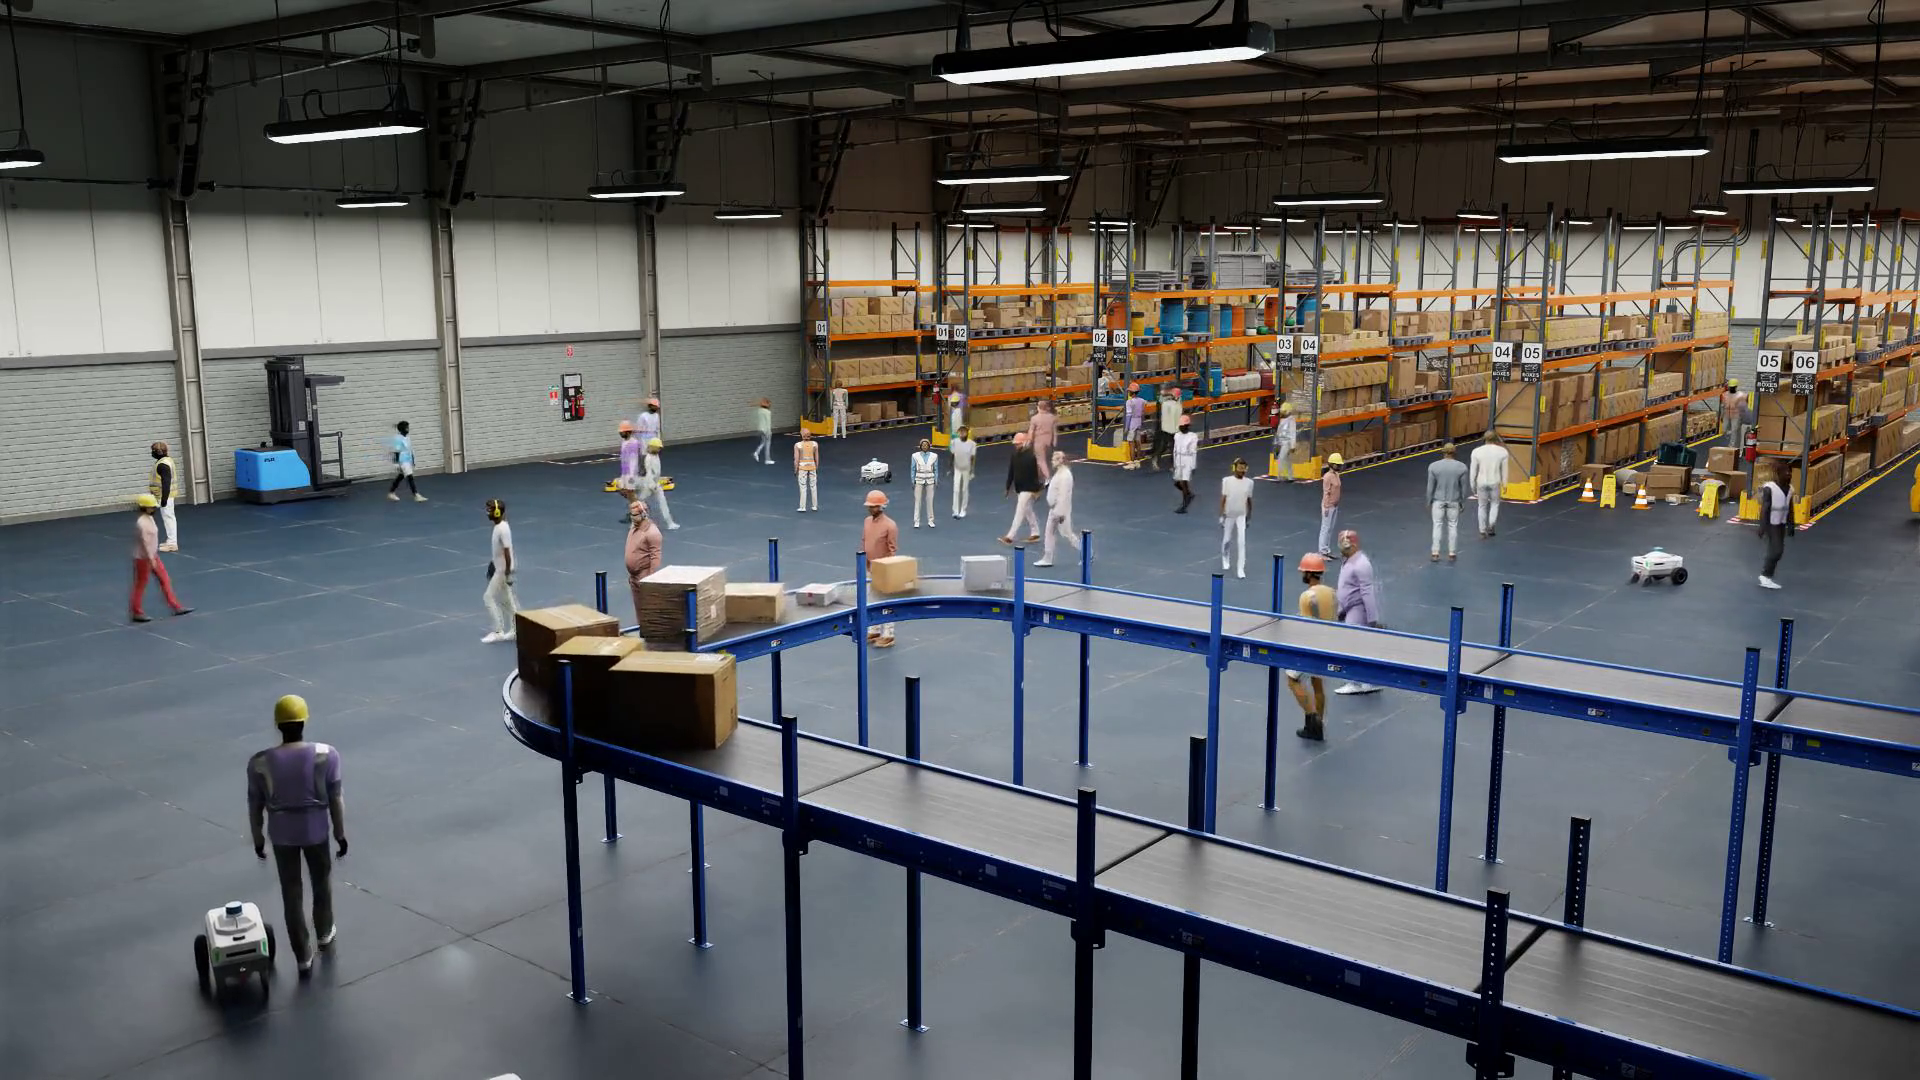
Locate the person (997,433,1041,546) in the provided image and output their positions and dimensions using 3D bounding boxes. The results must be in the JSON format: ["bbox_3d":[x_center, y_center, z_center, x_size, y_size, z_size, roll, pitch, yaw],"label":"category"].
[{"bbox_3d":[1.036,-0.877,26.951,1.037,1.933,0.645,-7,12,-33],"label":"person"}]

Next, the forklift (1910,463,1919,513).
[{"bbox_3d":[19.034,-1.348,28.998,2.313,2.155,1.214,8,13,37],"label":"forklift"}]

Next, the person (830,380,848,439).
[{"bbox_3d":[-3.335,-3.612,43.210,0.508,1.629,0.316,0,10,2],"label":"person"}]

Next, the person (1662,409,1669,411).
[{"bbox_3d":[20.387,-4.131,45.149,0.662,1.998,0.365,-9,14,-43],"label":"person"}]

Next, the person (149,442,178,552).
[{"bbox_3d":[-13.460,-0.740,26.450,0.429,1.840,0.636,-4,11,-23],"label":"person"}]

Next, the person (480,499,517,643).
[{"bbox_3d":[-5.968,0.391,20.070,0.665,1.848,0.521,-2,10,-13],"label":"person"}]

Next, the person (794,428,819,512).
[{"bbox_3d":[-2.993,-1.363,30.529,0.521,1.639,0.310,-5,11,-27],"label":"person"}]

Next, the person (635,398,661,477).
[{"bbox_3d":[-6.836,-2.183,34.425,0.525,1.890,0.569,7,12,35],"label":"person"}]

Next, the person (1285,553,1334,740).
[{"bbox_3d":[3.576,1.086,15.937,0.547,1.923,0.411,-9,13,-41],"label":"person"}]

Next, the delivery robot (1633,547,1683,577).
[{"bbox_3d":[10.595,0.355,23.759,0.707,0.478,0.477,-3,10,-17],"label":"delivery robot"}]

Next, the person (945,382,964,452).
[{"bbox_3d":[-0.068,-3.129,39.960,0.766,1.820,0.572,7,12,35],"label":"person"}]

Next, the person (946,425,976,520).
[{"bbox_3d":[0.008,-1.282,29.628,0.590,1.796,1.002,1,10,4],"label":"person"}]

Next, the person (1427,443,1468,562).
[{"bbox_3d":[7.929,-0.621,25.501,0.635,1.937,0.353,2,10,10],"label":"person"}]

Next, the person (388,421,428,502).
[{"bbox_3d":[-11.305,-1.594,31.788,0.862,1.654,0.543,0,10,1],"label":"person"}]

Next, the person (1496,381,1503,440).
[{"bbox_3d":[14.082,-3.272,40.724,0.590,1.843,0.985,7,12,34],"label":"person"}]

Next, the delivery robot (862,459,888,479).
[{"bbox_3d":[-1.881,-1.553,34.499,0.477,0.478,0.707,5,11,25],"label":"delivery robot"}]

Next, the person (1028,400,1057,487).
[{"bbox_3d":[1.808,-2.108,34.078,0.653,1.871,0.959,-6,12,-29],"label":"person"}]

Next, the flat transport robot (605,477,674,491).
[{"bbox_3d":[-6.883,-1.213,33.648,1.431,0.197,0.652,-2,10,-10],"label":"flat transport robot"}]

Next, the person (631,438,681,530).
[{"bbox_3d":[-5.598,-1.018,28.467,0.954,1.682,0.513,2,10,14],"label":"person"}]

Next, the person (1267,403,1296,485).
[{"bbox_3d":[7.025,-2.094,34.187,0.821,1.801,0.609,-1,10,-8],"label":"person"}]

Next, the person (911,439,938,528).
[{"bbox_3d":[-0.652,-1.048,28.748,0.514,1.641,0.307,-2,10,-11],"label":"person"}]

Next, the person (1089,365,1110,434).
[{"bbox_3d":[3.954,-3.986,44.386,0.601,1.958,0.380,9,14,42],"label":"person"}]

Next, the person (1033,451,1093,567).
[{"bbox_3d":[1.660,-0.492,24.969,0.884,1.877,0.651,-2,10,-9],"label":"person"}]

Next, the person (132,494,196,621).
[{"bbox_3d":[-10.885,0.240,21.217,0.846,1.725,0.553,-2,10,-12],"label":"person"}]

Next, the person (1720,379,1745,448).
[{"bbox_3d":[19.623,-3.148,39.798,0.443,1.911,0.597,-9,13,-41],"label":"person"}]

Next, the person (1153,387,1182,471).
[{"bbox_3d":[4.867,-2.570,36.424,0.616,1.958,0.846,8,13,39],"label":"person"}]

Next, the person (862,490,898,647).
[{"bbox_3d":[-1.050,0.352,19.875,0.401,1.990,0.622,-9,13,-41],"label":"person"}]

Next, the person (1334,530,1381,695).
[{"bbox_3d":[4.470,0.822,17.589,0.655,1.866,0.663,1,10,7],"label":"person"}]

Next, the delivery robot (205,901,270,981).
[{"bbox_3d":[-4.901,2.694,10.594,0.477,0.478,0.707,-6,11,-29],"label":"delivery robot"}]

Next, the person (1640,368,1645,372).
[{"bbox_3d":[19.881,-4.169,45.964,0.624,1.787,0.699,9,13,40],"label":"person"}]

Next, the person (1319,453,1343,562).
[{"bbox_3d":[6.085,-0.545,25.568,0.329,1.765,0.533,6,12,32],"label":"person"}]

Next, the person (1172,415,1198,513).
[{"bbox_3d":[4.395,-1.490,30.463,0.543,1.921,0.525,10,14,44],"label":"person"}]

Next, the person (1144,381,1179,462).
[{"bbox_3d":[4.991,-2.888,38.096,1.035,2.000,0.688,-10,14,-44],"label":"person"}]

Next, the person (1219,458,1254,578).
[{"bbox_3d":[4.299,-0.382,24.422,0.543,1.845,0.800,1,10,6],"label":"person"}]

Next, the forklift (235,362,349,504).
[{"bbox_3d":[-13.803,-2.244,32.110,1.129,2.768,1.873,8,13,37],"label":"forklift"}]

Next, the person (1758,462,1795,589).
[{"bbox_3d":[12.182,-0.212,23.290,0.630,1.901,0.495,-6,11,-29],"label":"person"}]

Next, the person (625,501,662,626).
[{"bbox_3d":[-3.976,0.456,19.546,0.409,1.904,0.640,-8,13,-39],"label":"person"}]

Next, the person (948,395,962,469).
[{"bbox_3d":[-0.098,-2.548,36.874,0.455,1.752,0.525,0,10,-2],"label":"person"}]

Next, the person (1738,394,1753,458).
[{"bbox_3d":[19.638,-2.852,38.919,0.500,1.633,0.281,7,12,35],"label":"person"}]

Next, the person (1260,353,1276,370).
[{"bbox_3d":[10.467,-5.452,53.168,0.583,1.770,0.978,3,11,18],"label":"person"}]

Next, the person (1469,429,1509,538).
[{"bbox_3d":[9.331,-0.995,27.642,0.656,1.922,0.433,2,10,13],"label":"person"}]

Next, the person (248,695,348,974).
[{"bbox_3d":[-4.596,1.990,10.890,0.613,1.901,0.777,-4,11,-20],"label":"person"}]

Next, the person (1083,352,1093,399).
[{"bbox_3d":[4.230,-5.139,50.930,0.635,1.939,0.362,7,12,34],"label":"person"}]

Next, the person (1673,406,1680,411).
[{"bbox_3d":[21.898,-4.455,47.793,0.366,1.682,0.544,6,12,31],"label":"person"}]

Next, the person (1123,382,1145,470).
[{"bbox_3d":[4.073,-2.678,36.778,0.367,2.048,0.607,9,14,42],"label":"person"}]

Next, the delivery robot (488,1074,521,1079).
[{"bbox_3d":[-2.395,3.101,8.296,0.477,0.478,0.707,-7,12,-33],"label":"delivery robot"}]

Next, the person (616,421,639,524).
[{"bbox_3d":[-6.172,-1.276,29.226,0.452,1.921,0.548,-7,12,-35],"label":"person"}]

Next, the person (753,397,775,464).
[{"bbox_3d":[-4.717,-2.631,37.691,0.458,1.619,0.523,-8,13,-38],"label":"person"}]
